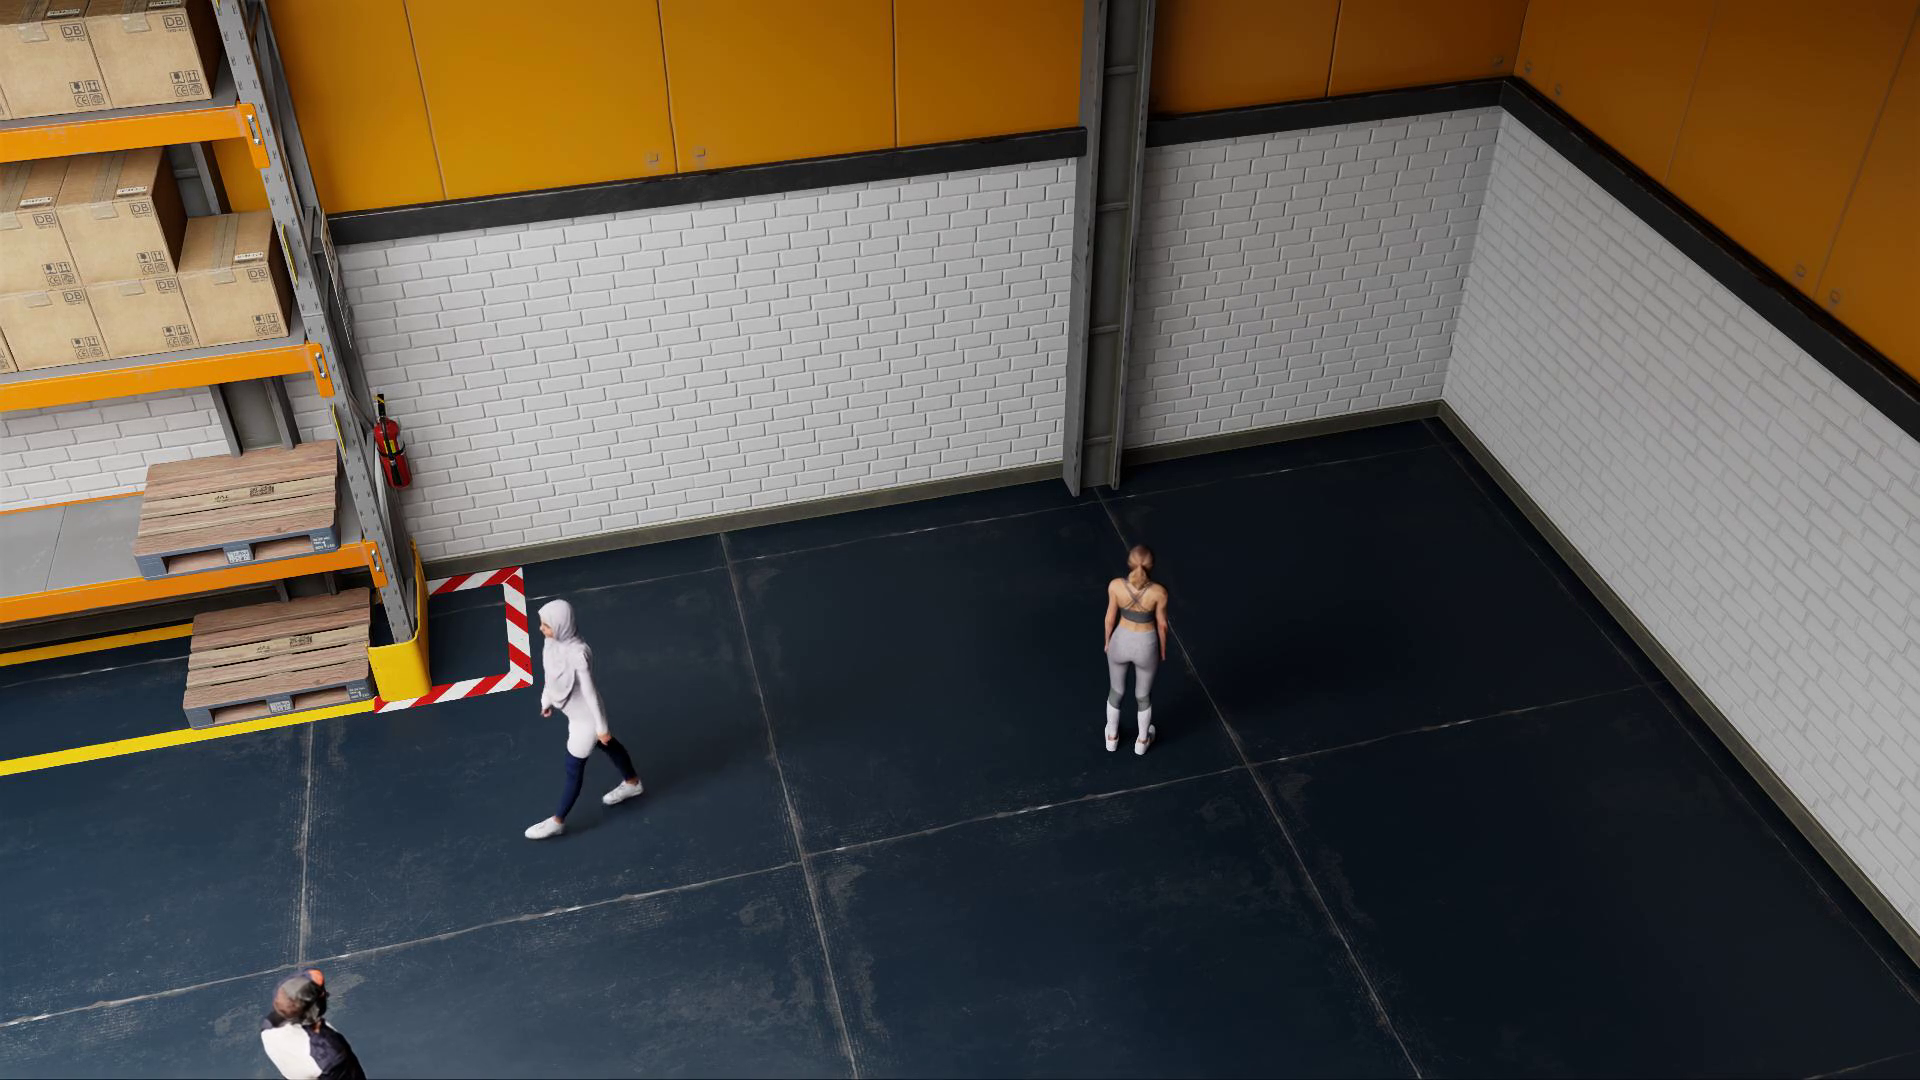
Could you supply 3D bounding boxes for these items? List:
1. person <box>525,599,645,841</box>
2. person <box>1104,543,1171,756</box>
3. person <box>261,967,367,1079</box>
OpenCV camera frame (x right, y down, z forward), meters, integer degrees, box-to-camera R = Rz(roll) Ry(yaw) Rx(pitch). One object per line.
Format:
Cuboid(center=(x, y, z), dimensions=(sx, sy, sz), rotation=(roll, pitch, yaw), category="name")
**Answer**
Cuboid(center=(-2.222, 1.034, 10.188), dimensions=(1.121, 1.740, 0.834), rotation=(-22, 43, -25), category="person")
Cuboid(center=(1.115, 0.699, 10.639), dimensions=(0.627, 1.701, 0.716), rotation=(8, 39, 10), category="person")
Cuboid(center=(-2.988, 2.724, 7.952), dimensions=(0.770, 1.890, 0.819), rotation=(22, 43, 25), category="person")
